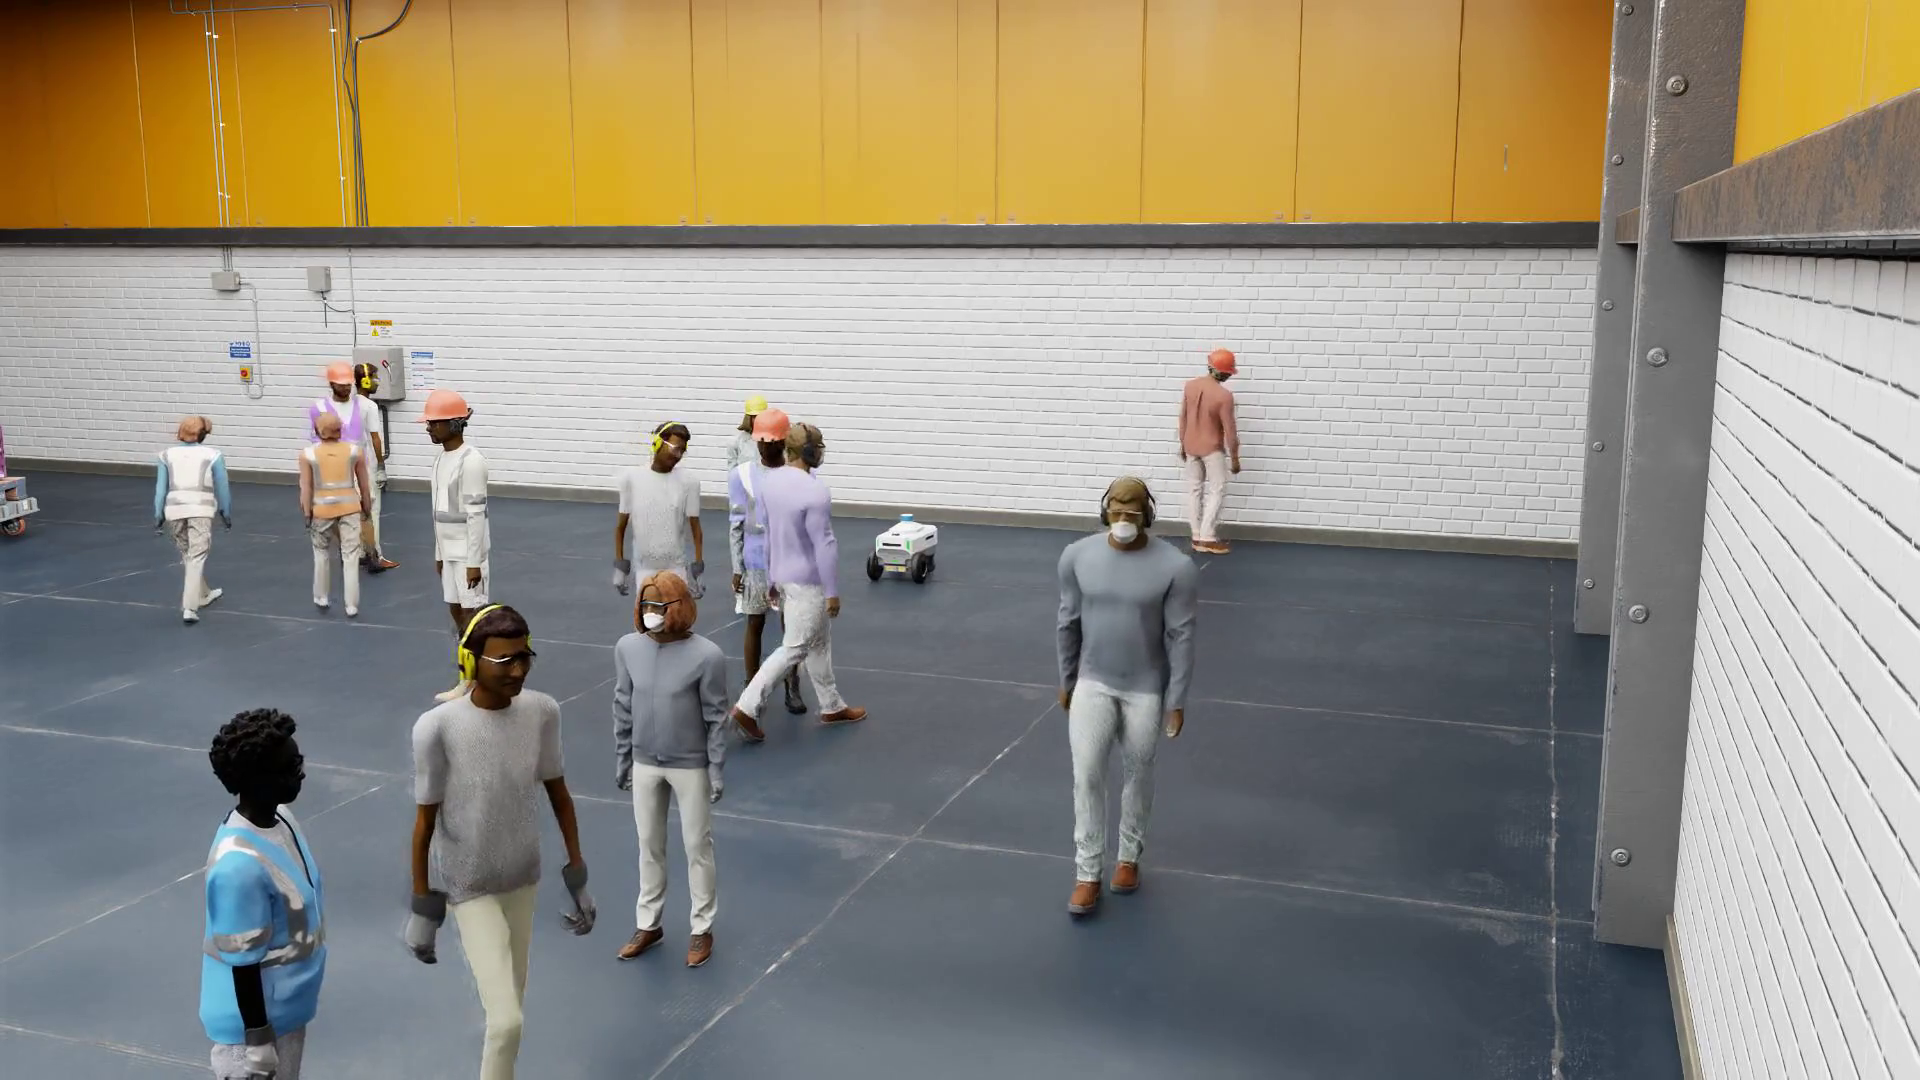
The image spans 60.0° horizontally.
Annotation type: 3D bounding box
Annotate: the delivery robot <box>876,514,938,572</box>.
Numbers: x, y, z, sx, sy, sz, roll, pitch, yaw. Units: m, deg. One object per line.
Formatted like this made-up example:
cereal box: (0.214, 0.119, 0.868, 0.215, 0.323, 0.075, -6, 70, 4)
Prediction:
delivery robot: (-0.463, 0.015, 14.657, 0.477, 0.478, 0.707, 4, 11, 21)

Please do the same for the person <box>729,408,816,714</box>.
person: (-1.150, 0.139, 10.335, 0.548, 1.934, 0.375, -2, 10, -11)

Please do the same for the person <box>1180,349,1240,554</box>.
person: (2.341, -0.843, 15.833, 0.538, 1.952, 0.702, -9, 13, -40)

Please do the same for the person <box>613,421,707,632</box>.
person: (-1.858, 0.178, 10.393, 0.607, 1.842, 0.372, -1, 10, -7)

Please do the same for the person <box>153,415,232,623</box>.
person: (-6.015, -0.175, 13.050, 0.540, 1.594, 0.878, 0, 10, -1)

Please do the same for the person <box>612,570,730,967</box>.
person: (-1.177, 0.923, 6.766, 0.501, 1.633, 0.285, 3, 11, 17)

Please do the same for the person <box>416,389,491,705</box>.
person: (-3.159, 0.074, 10.443, 0.393, 2.038, 0.606, -8, 13, -38)

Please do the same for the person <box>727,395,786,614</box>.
person: (-1.608, -0.285, 13.259, 0.484, 1.744, 0.295, -3, 11, -18)

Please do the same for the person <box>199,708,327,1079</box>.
person: (-1.891, 1.285, 4.547, 0.322, 1.696, 0.536, -2, 10, -13)

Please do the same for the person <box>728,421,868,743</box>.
person: (-0.989, 0.247, 9.839, 0.964, 1.905, 0.642, -7, 12, -33)

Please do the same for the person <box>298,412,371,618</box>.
person: (-4.970, -0.213, 13.249, 0.536, 1.610, 0.768, -5, 11, -24)

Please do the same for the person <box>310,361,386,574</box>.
person: (-5.400, -0.625, 14.718, 0.573, 1.898, 0.918, -7, 12, -34)

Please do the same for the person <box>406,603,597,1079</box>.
person: (-1.376, 1.107, 5.133, 0.663, 1.844, 0.540, 8, 13, 39)

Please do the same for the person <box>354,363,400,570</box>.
person: (-5.362, -0.660, 15.031, 0.528, 1.865, 0.313, 8, 13, 36)

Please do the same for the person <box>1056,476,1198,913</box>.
person: (0.696, 0.685, 7.283, 0.642, 1.915, 0.804, 3, 10, 15)
